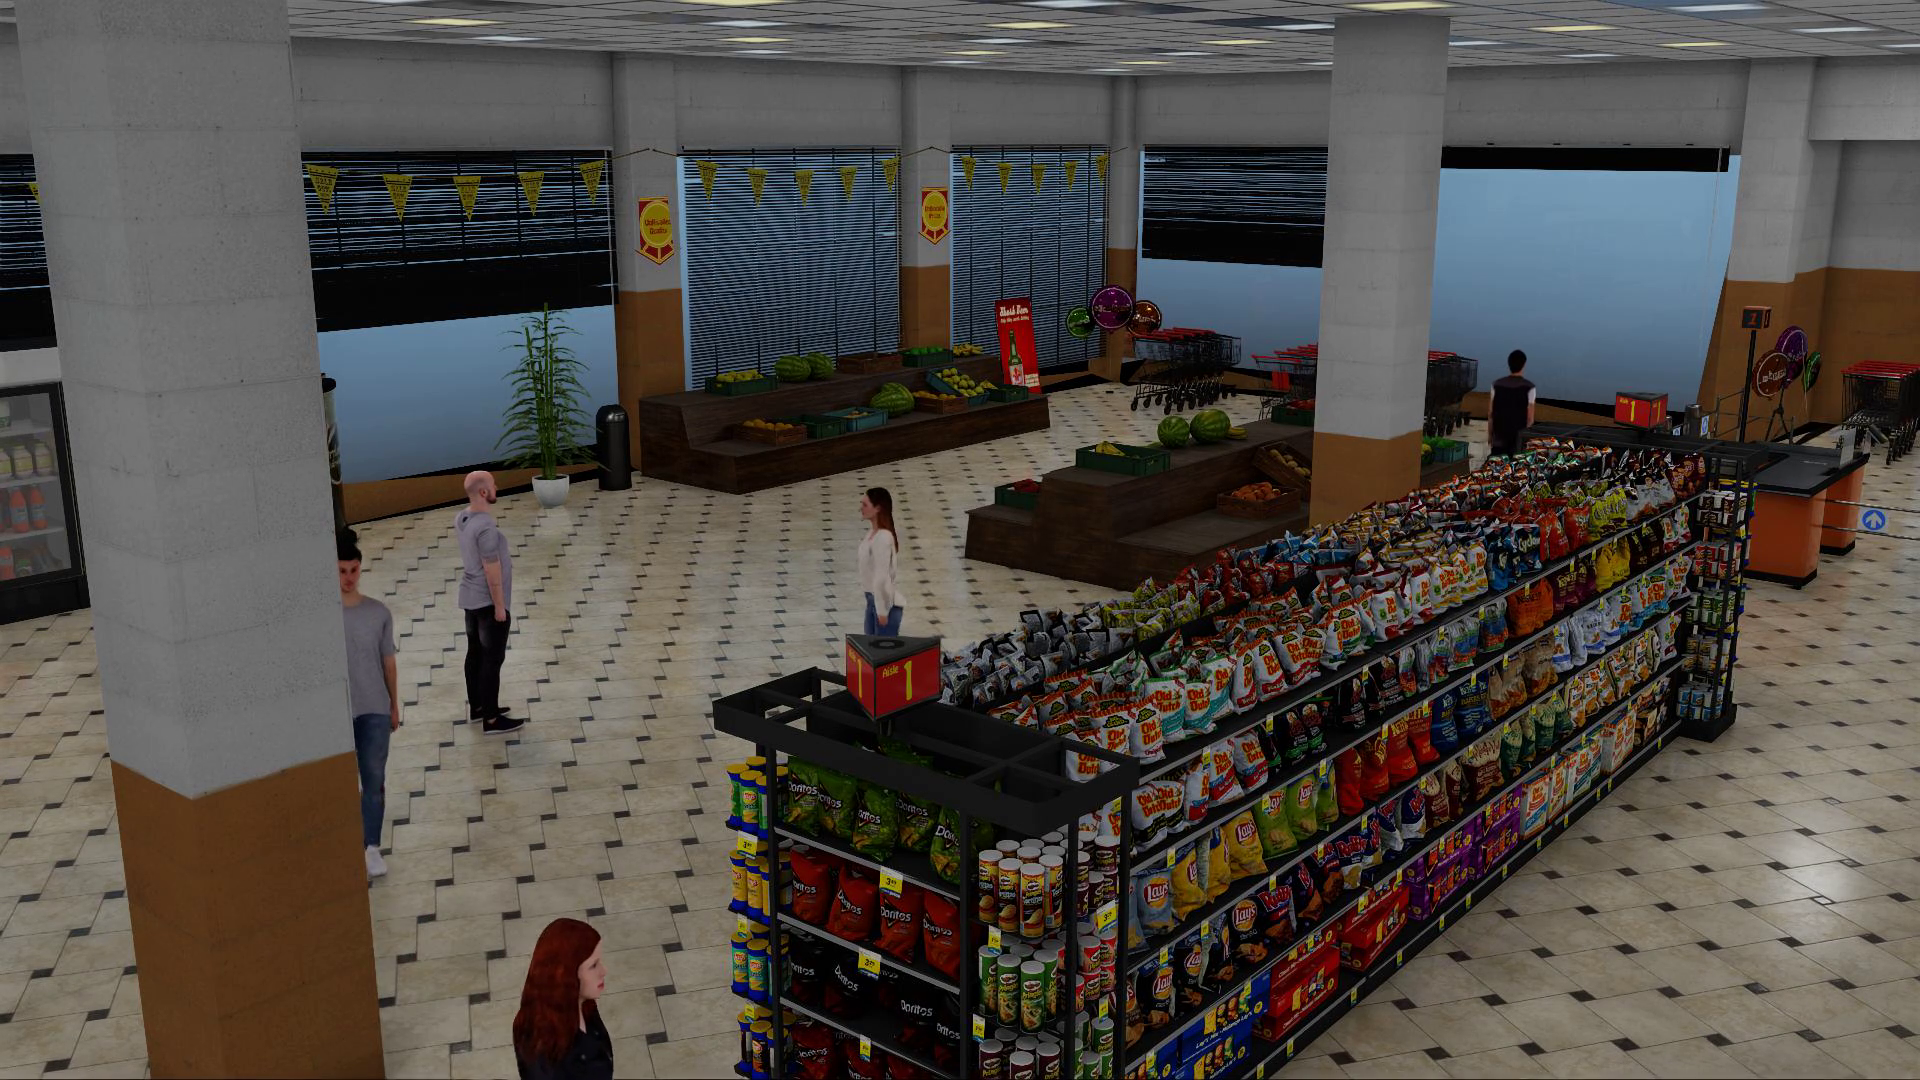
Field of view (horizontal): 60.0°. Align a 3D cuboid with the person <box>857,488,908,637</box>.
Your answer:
[{"bbox_3d":[-0.460,0.468,11.644,1.047,1.672,0.974,-1,14,-6],"label":"person"}]

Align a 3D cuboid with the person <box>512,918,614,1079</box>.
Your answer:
[{"bbox_3d":[-1.290,2.012,5.133,1.032,1.742,1.173,3,14,14],"label":"person"}]

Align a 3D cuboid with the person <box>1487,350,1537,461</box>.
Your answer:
[{"bbox_3d":[5.816,-1.067,17.678,0.787,1.812,1.212,8,16,29],"label":"person"}]

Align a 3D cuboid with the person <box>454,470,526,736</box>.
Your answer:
[{"bbox_3d":[-3.296,0.412,11.529,0.642,1.835,0.694,-11,17,-38],"label":"person"}]
